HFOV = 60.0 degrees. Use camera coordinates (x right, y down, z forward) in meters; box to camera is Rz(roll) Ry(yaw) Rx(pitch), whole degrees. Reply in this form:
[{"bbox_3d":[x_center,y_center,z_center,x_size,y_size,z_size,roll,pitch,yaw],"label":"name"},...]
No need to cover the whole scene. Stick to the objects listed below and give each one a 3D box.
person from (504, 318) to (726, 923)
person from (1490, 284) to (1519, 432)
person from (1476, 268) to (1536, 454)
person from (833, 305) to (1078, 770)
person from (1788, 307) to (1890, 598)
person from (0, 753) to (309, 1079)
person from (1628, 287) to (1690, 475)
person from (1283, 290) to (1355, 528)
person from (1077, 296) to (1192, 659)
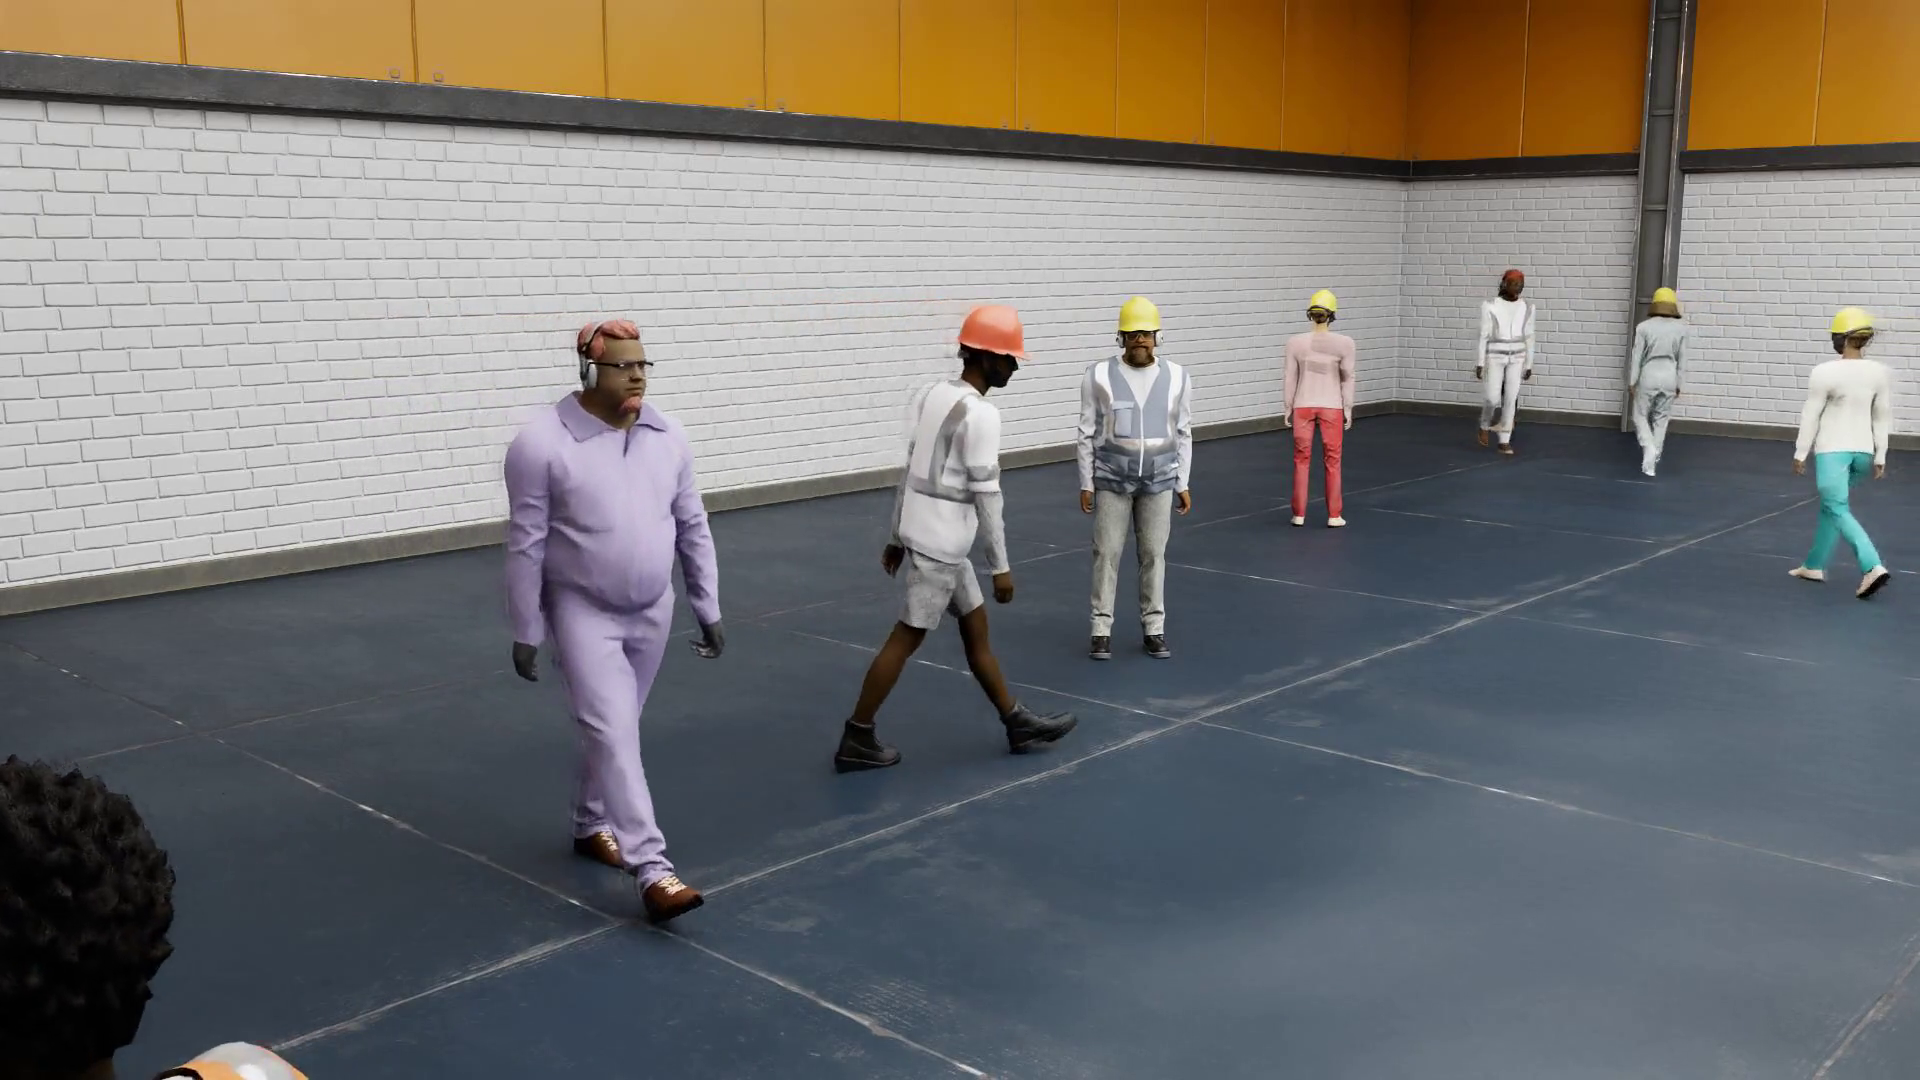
[{"bbox_3d":[-1.047,0.238,5.272,0.997,1.854,0.666,9,14,43],"label":"person"},{"bbox_3d":[6.168,-2.062,18.798,0.321,1.697,0.529,7,12,34],"label":"person"},{"bbox_3d":[5.511,-1.805,16.836,0.596,1.870,0.481,0,10,-1],"label":"person"},{"bbox_3d":[-0.028,0.005,6.594,1.065,1.845,0.552,-3,10,-16],"label":"person"},{"bbox_3d":[5.367,-0.536,10.030,0.525,1.729,0.875,-3,10,-14],"label":"person"},{"bbox_3d":[-0.724,1.001,1.385,0.363,1.697,0.550,3,10,16],"label":"person"},{"bbox_3d":[6.351,-1.426,15.104,0.518,1.715,0.543,1,10,6],"label":"person"},{"bbox_3d":[2.663,-0.968,12.376,0.526,1.768,0.331,3,11,18],"label":"person"},{"bbox_3d":[0.886,-0.305,8.406,0.588,1.835,0.403,-1,10,-4],"label":"person"}]
